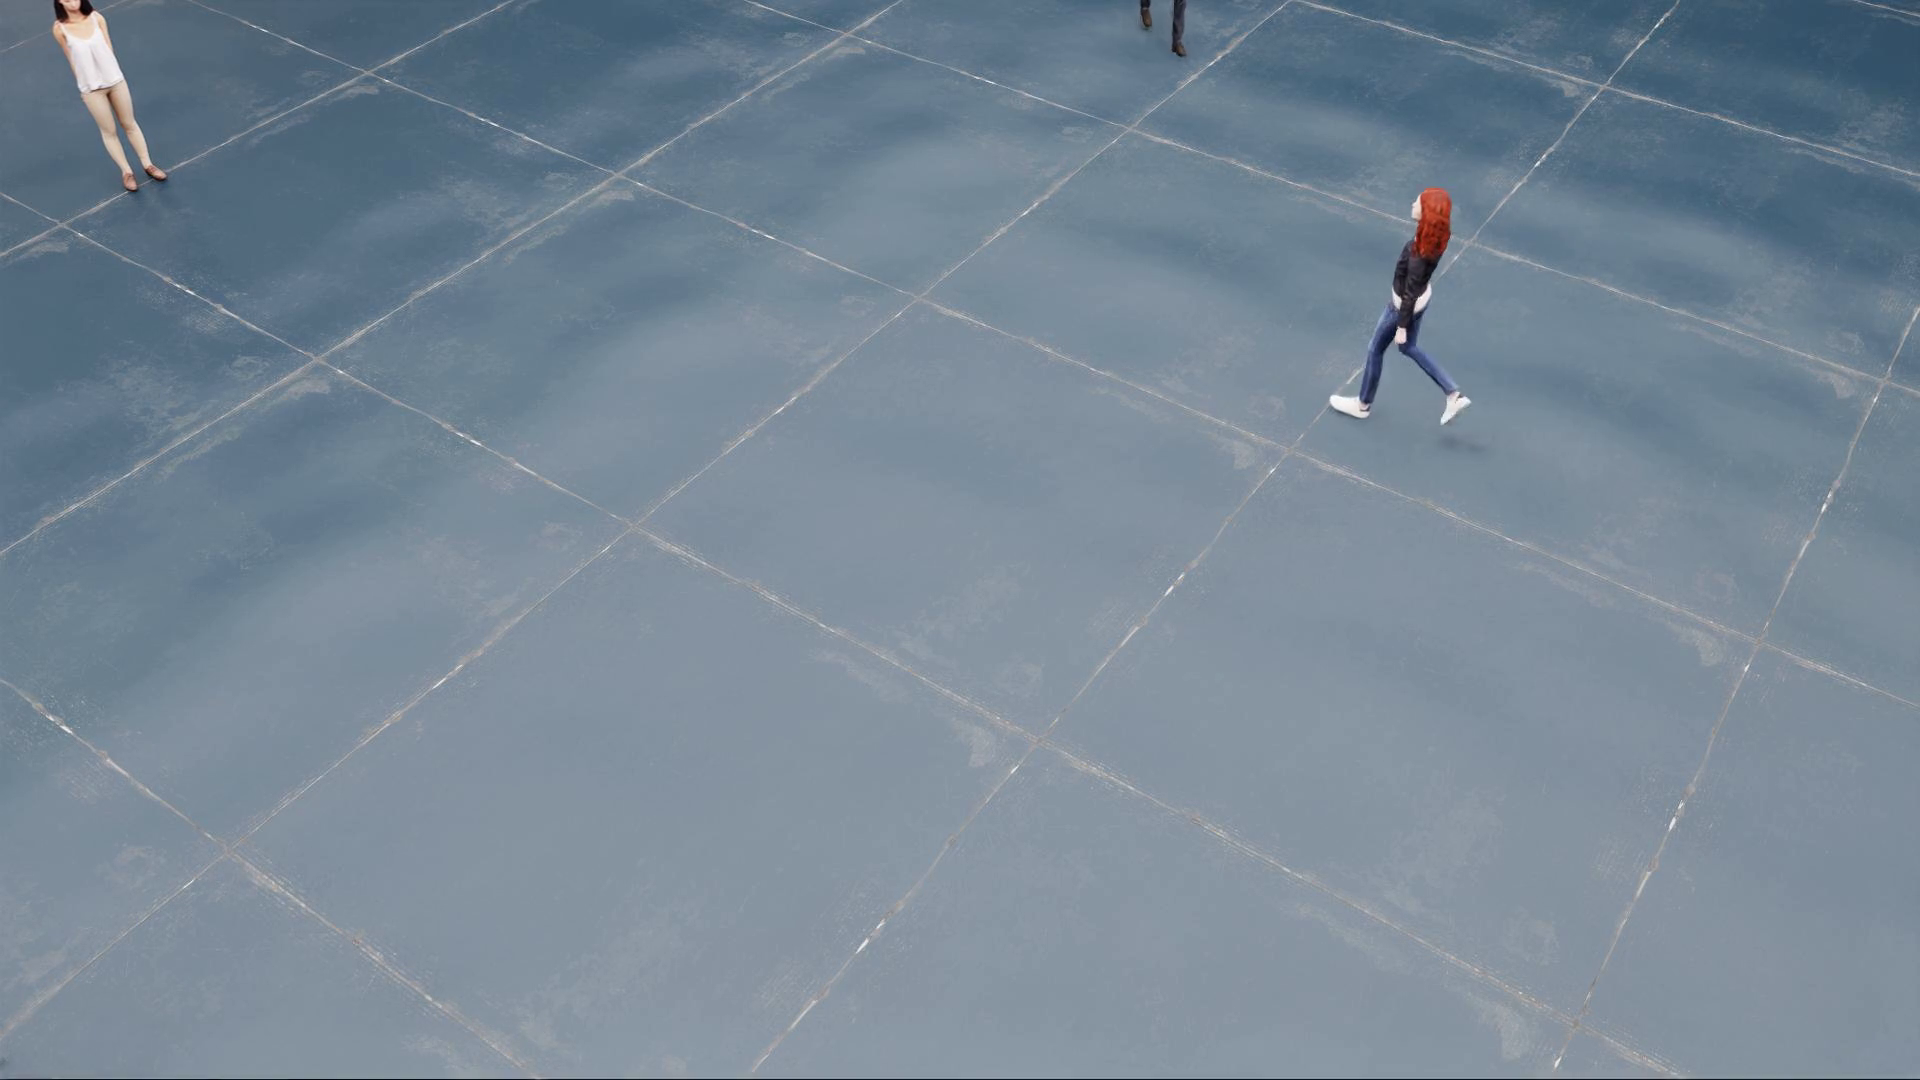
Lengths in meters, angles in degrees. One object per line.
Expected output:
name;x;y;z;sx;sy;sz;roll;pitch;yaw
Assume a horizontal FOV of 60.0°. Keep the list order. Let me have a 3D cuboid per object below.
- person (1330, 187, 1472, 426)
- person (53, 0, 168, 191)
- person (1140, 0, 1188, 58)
person;2.891;-1.415;10.437;1.119;1.768;0.643;20;47;20
person;-6.608;-3.521;12.777;0.569;1.653;0.632;26;49;25
person;1.794;-5.185;14.496;1.138;1.739;1.226;-9;44;-9
